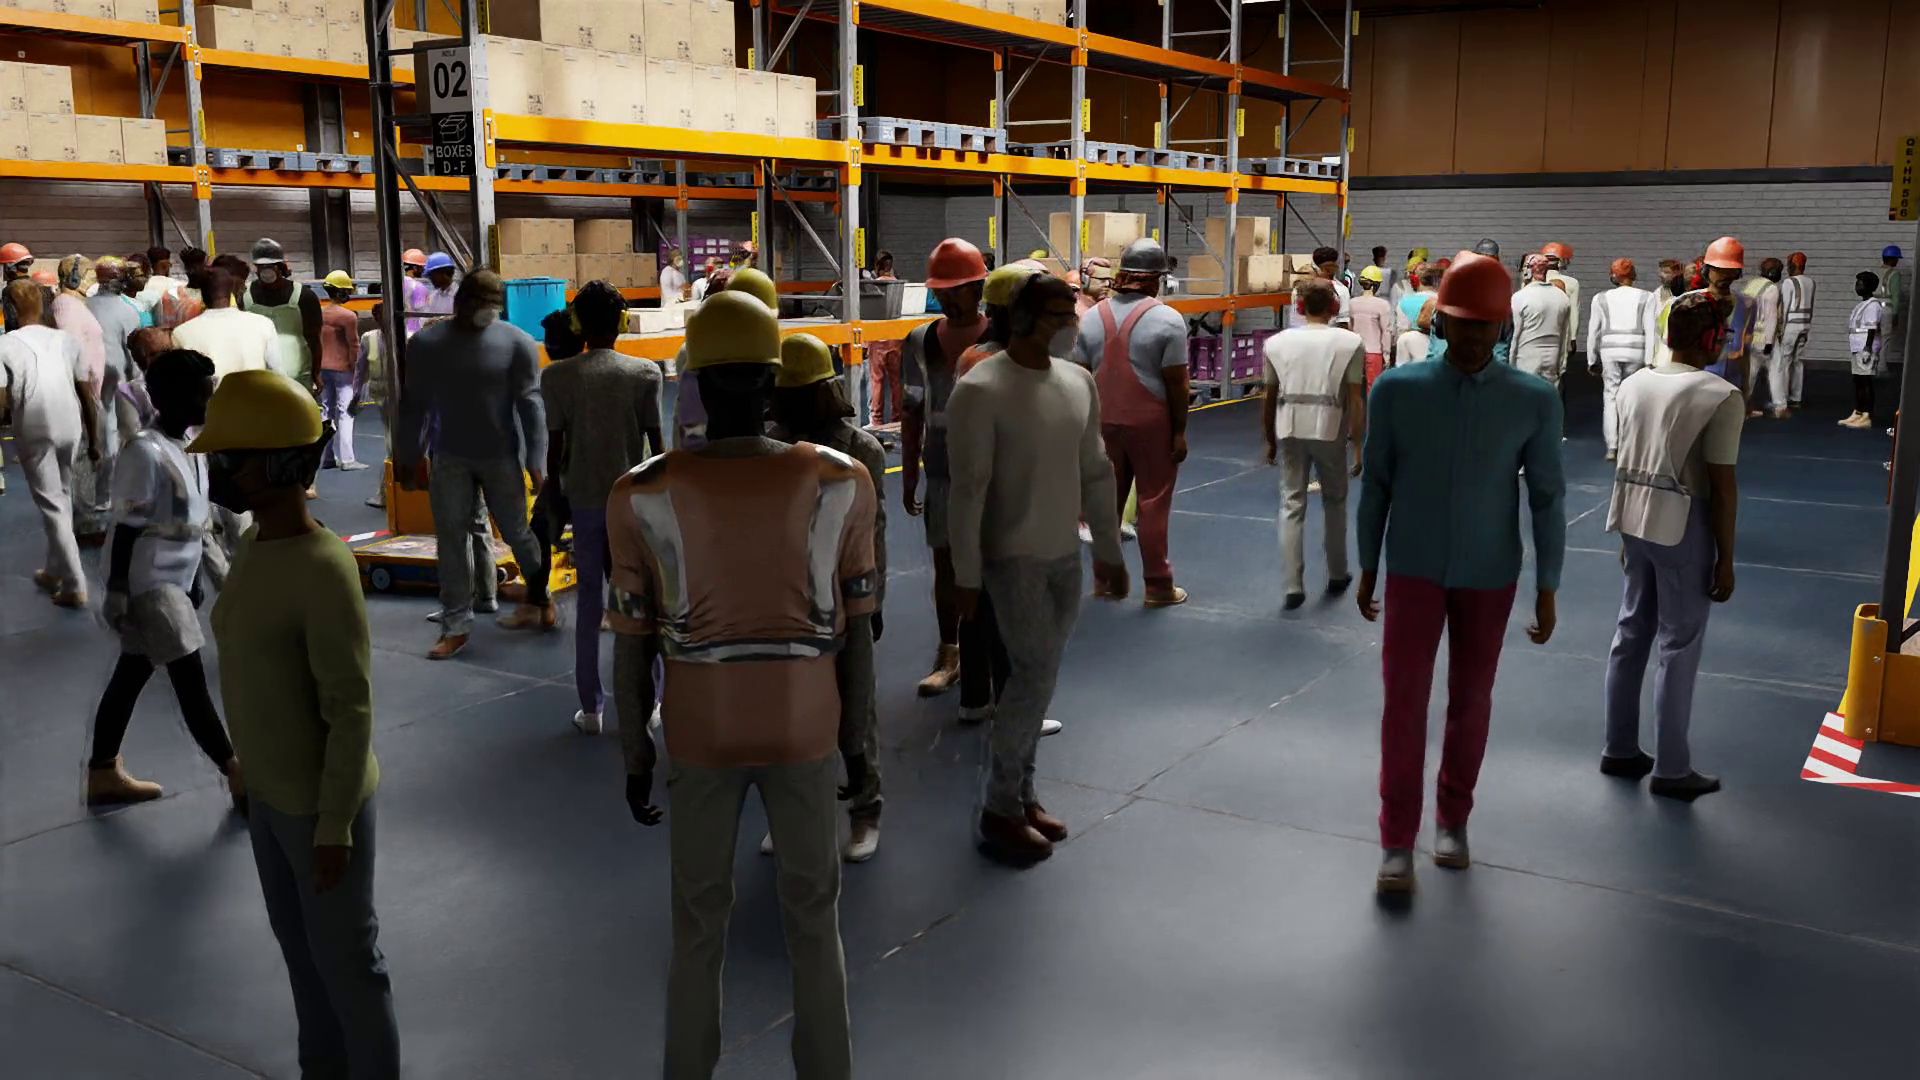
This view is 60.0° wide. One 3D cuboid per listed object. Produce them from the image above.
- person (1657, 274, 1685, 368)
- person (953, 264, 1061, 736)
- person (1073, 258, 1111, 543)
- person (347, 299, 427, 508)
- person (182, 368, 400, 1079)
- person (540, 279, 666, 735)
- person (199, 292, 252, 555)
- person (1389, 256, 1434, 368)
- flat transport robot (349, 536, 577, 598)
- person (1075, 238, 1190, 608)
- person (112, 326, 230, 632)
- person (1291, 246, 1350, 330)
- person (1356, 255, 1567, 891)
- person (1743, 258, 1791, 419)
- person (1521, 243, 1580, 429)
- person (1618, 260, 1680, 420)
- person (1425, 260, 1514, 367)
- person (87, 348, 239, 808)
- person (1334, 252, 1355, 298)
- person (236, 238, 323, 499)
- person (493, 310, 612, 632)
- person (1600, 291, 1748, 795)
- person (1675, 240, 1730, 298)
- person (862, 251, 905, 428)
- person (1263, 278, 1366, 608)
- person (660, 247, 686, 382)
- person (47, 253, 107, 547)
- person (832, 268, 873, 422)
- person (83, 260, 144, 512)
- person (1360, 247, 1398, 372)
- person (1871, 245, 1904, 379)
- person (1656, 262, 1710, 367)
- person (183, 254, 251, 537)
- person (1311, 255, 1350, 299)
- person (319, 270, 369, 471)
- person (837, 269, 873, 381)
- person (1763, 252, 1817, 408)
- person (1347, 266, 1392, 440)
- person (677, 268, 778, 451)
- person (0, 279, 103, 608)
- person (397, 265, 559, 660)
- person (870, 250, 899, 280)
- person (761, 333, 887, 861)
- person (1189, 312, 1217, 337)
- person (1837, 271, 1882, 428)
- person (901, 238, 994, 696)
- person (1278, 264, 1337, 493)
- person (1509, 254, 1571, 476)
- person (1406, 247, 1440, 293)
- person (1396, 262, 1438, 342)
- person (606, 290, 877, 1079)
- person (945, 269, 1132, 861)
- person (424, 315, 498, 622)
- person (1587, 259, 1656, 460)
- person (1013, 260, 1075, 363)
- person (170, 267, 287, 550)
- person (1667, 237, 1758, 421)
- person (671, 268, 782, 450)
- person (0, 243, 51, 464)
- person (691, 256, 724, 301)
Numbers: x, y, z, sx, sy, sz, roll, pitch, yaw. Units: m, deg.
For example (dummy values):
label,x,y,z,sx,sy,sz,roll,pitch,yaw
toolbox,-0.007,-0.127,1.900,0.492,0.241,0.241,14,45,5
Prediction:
label,x,y,z,sx,sy,sz,roll,pitch,yaw
person,7.103,-1.787,16.481,0.320,1.698,0.531,-1,10,-5
person,0.190,-0.158,6.822,0.374,1.925,0.595,-6,12,-29
person,0.889,-0.942,11.235,0.399,1.905,0.643,3,11,17
person,-4.356,-1.068,12.817,0.528,1.584,0.894,4,11,19
person,-1.383,0.530,3.455,0.315,1.770,0.524,-9,14,-41
person,-1.437,-0.127,6.829,0.508,1.865,0.328,-2,10,-11
person,-4.726,-0.775,10.752,0.315,1.741,0.493,5,11,24
person,5.671,-2.646,20.912,0.598,1.821,0.470,-2,10,-10
flat transport robot,-2.930,0.140,9.757,1.431,0.197,0.652,3,11,18
person,1.005,-0.657,9.272,0.688,2.000,0.536,8,13,37
person,-3.974,-0.281,8.418,0.849,1.601,0.518,5,11,26
person,3.474,-1.845,16.065,0.608,1.963,0.370,8,13,37
person,1.536,0.123,5.138,0.633,1.964,0.803,3,11,15
person,9.164,-2.286,18.917,0.536,1.820,0.630,-1,10,-5
person,6.288,-2.170,17.788,0.623,1.989,0.400,4,11,21
person,7.609,-2.114,17.984,0.920,1.799,0.595,-4,11,-22
person,3.438,-0.965,11.384,0.399,1.899,0.650,-8,13,-36
person,-2.775,0.148,5.909,0.817,1.636,0.545,-2,10,-10
person,5.857,-3.513,25.666,0.622,1.838,0.429,-6,12,-28
person,-5.290,-1.311,12.894,0.684,2.000,0.535,-3,11,-16
person,-2.048,-0.324,8.441,0.775,1.658,0.539,-8,13,-39
person,2.597,0.016,6.105,0.392,1.838,0.561,-4,11,-19
person,7.680,-2.071,17.107,0.680,2.000,0.535,-6,12,-29
person,-0.785,-2.099,17.647,0.598,1.907,0.409,-9,13,-39
person,2.009,-0.560,9.387,0.587,1.801,0.900,4,11,23
person,-4.087,-3.222,23.801,0.366,1.933,0.652,2,10,10
person,-5.806,-0.920,11.023,0.373,1.937,0.629,-6,12,-30
person,-1.105,-2.189,18.145,0.597,1.909,0.393,-1,10,-3
person,-6.408,-1.140,12.449,0.667,1.870,0.496,2,10,11
person,6.479,-3.589,25.853,0.631,1.908,1.006,0,10,-1
person,13.571,-3.345,24.432,0.407,1.942,0.615,-2,10,-9
person,6.130,-1.434,14.152,0.391,1.836,0.565,3,11,19
person,-4.998,-0.979,11.364,0.631,1.922,0.750,9,14,42
person,3.665,-1.983,17.032,0.395,1.901,0.642,-8,13,-37
person,-5.460,-1.488,14.668,0.518,1.757,0.340,5,12,28
person,-1.520,-3.258,23.963,0.601,1.940,0.396,8,13,39
person,10.039,-2.519,20.050,0.588,1.878,0.371,-6,12,-30
person,4.099,-1.871,16.760,0.530,1.767,0.328,9,13,40
person,-0.831,-0.132,6.733,0.588,1.913,0.394,-5,11,-27
person,-5.151,-0.540,9.288,0.876,1.799,0.510,6,12,31
person,-2.405,-0.406,8.283,0.726,1.905,0.798,0,10,0
person,-1.384,-4.266,29.847,0.590,1.833,0.404,-8,13,-37
person,-0.475,0.195,5.418,0.486,1.733,0.352,2,10,9
person,4.452,-4.280,30.379,0.754,1.668,0.533,1,10,6
person,9.760,-2.050,17.968,0.318,1.690,0.527,2,10,12
person,0.012,-0.296,7.311,0.612,2.031,0.403,4,11,21
person,2.812,-1.298,13.402,0.346,1.837,0.502,-6,12,-30
person,4.928,-1.504,14.365,0.644,1.900,0.399,-4,11,-23
person,6.608,-3.254,23.977,0.384,1.926,0.590,-7,13,-35
person,4.101,-1.554,14.845,0.580,1.826,0.558,-3,11,-14
person,-0.473,0.415,3.692,0.584,1.918,0.405,-2,10,-9
person,0.285,0.081,5.493,0.533,1.921,0.641,9,14,42
person,-2.666,-0.381,8.878,0.320,1.631,0.518,2,10,12
person,6.133,-1.676,15.449,0.597,1.839,0.825,4,11,22
person,0.369,-0.470,8.570,0.387,1.926,0.548,-4,11,-23
person,-4.404,-0.718,10.136,0.668,1.847,0.981,-5,12,-28
person,5.027,-0.990,11.114,0.615,2.039,0.386,-2,10,-10
person,-1.062,-0.300,7.705,0.399,1.895,0.657,10,14,44
person,-8.483,-1.690,15.131,0.400,1.989,0.623,0,10,2
person,-3.030,-2.472,19.918,0.414,1.828,0.597,5,11,26
